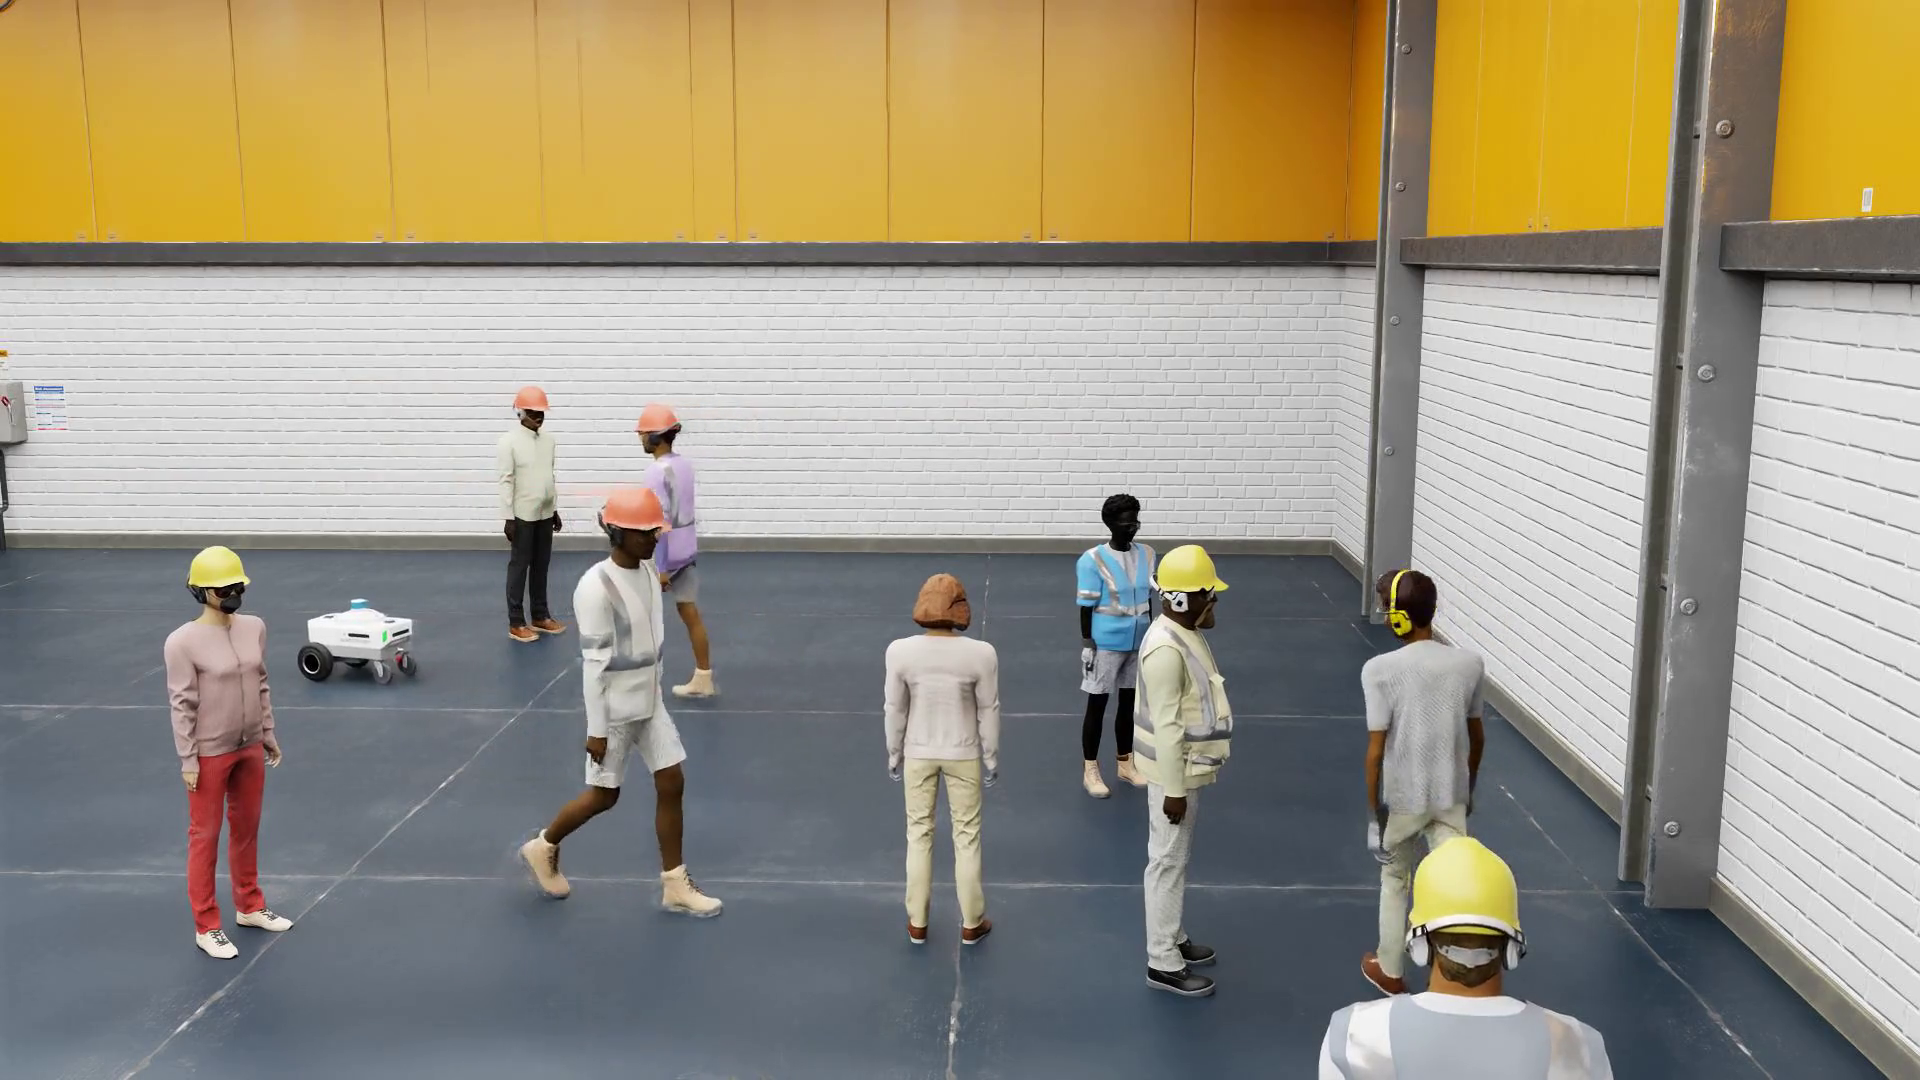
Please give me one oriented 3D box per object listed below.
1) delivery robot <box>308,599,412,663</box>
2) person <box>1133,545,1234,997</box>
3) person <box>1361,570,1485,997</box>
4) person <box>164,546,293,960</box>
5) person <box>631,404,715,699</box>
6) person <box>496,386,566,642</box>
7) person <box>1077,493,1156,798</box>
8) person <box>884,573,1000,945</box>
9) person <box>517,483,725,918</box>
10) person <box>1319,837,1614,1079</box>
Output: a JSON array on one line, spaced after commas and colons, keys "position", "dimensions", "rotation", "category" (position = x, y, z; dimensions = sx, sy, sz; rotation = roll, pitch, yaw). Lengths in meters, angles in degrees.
[{"position": [-4.255, 0.665, 11.807], "dimensions": [0.707, 0.478, 0.477], "rotation": [4, 11, 19], "category": "delivery robot"}, {"position": [0.914, 0.925, 6.830], "dimensions": [0.403, 1.833, 0.586], "rotation": [2, 10, 11], "category": "person"}, {"position": [1.780, 1.018, 6.379], "dimensions": [0.536, 1.816, 0.952], "rotation": [0, 10, 0], "category": "person"}, {"position": [-3.159, 0.898, 7.187], "dimensions": [0.310, 1.769, 0.522], "rotation": [4, 10, 21], "category": "person"}, {"position": [-2.086, 0.090, 11.209], "dimensions": [0.957, 2.002, 0.627], "rotation": [3, 10, 17], "category": "person"}, {"position": [-3.342, -0.213, 13.029], "dimensions": [0.400, 1.989, 0.623], "rotation": [5, 11, 26], "category": "person"}, {"position": [0.883, 0.577, 9.265], "dimensions": [0.541, 1.696, 0.315], "rotation": [-6, 12, -32], "category": "person"}, {"position": [-0.077, 0.954, 7.246], "dimensions": [0.502, 1.631, 0.285], "rotation": [1, 10, 8], "category": "person"}, {"position": [-1.576, 0.721, 7.540], "dimensions": [0.959, 2.004, 0.612], "rotation": [4, 10, 21], "category": "person"}, {"position": [1.023, 1.508, 3.448], "dimensions": [0.586, 1.824, 0.403], "rotation": [2, 10, 10], "category": "person"}]
